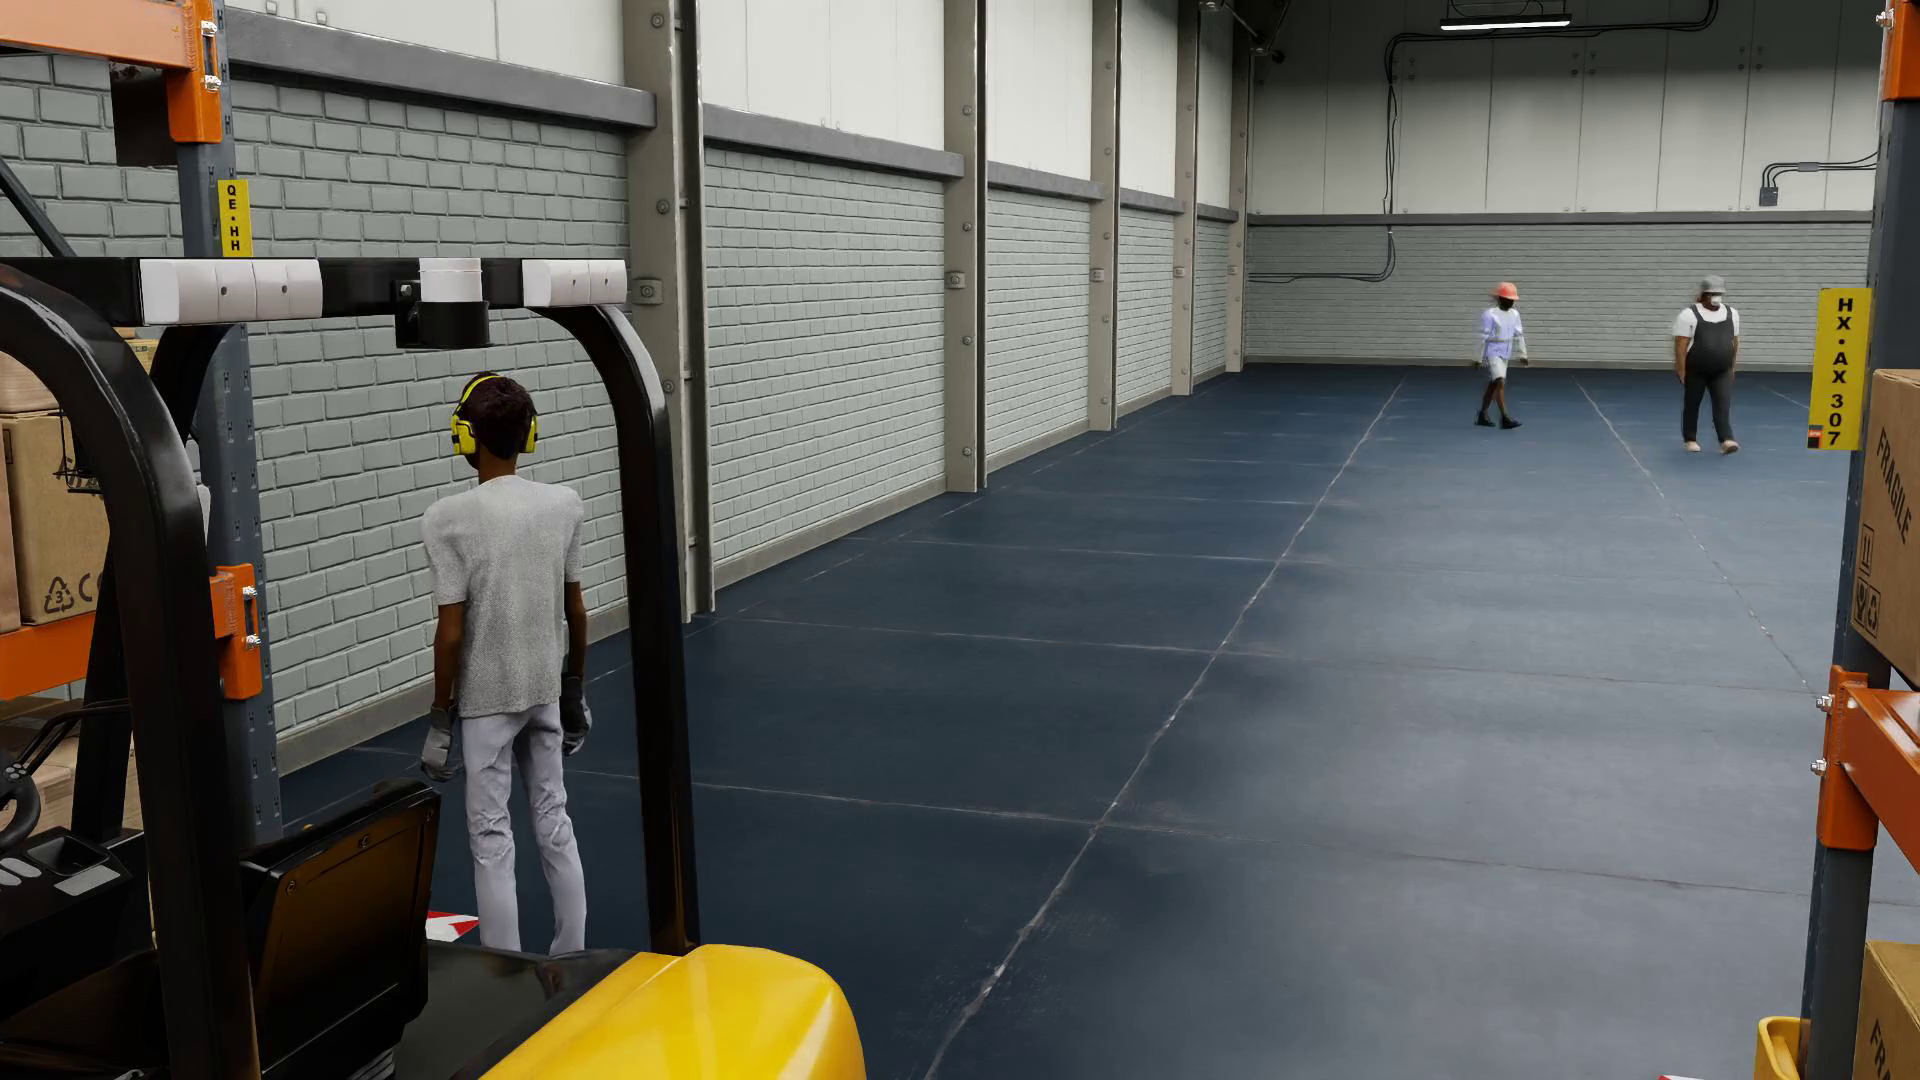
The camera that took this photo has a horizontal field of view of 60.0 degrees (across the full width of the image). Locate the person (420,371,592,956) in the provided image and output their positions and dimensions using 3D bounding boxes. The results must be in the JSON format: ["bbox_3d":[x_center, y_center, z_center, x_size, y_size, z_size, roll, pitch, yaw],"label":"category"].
[{"bbox_3d":[-1.274,0.466,4.670,0.317,1.870,0.531,8,13,41],"label":"person"}]

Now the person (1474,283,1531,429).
[{"bbox_3d":[7.062,-2.376,21.562,0.553,1.879,0.971,-5,11,-30],"label":"person"}]

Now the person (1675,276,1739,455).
[{"bbox_3d":[8.422,-1.967,18.656,0.709,2.000,0.973,1,10,5],"label":"person"}]
